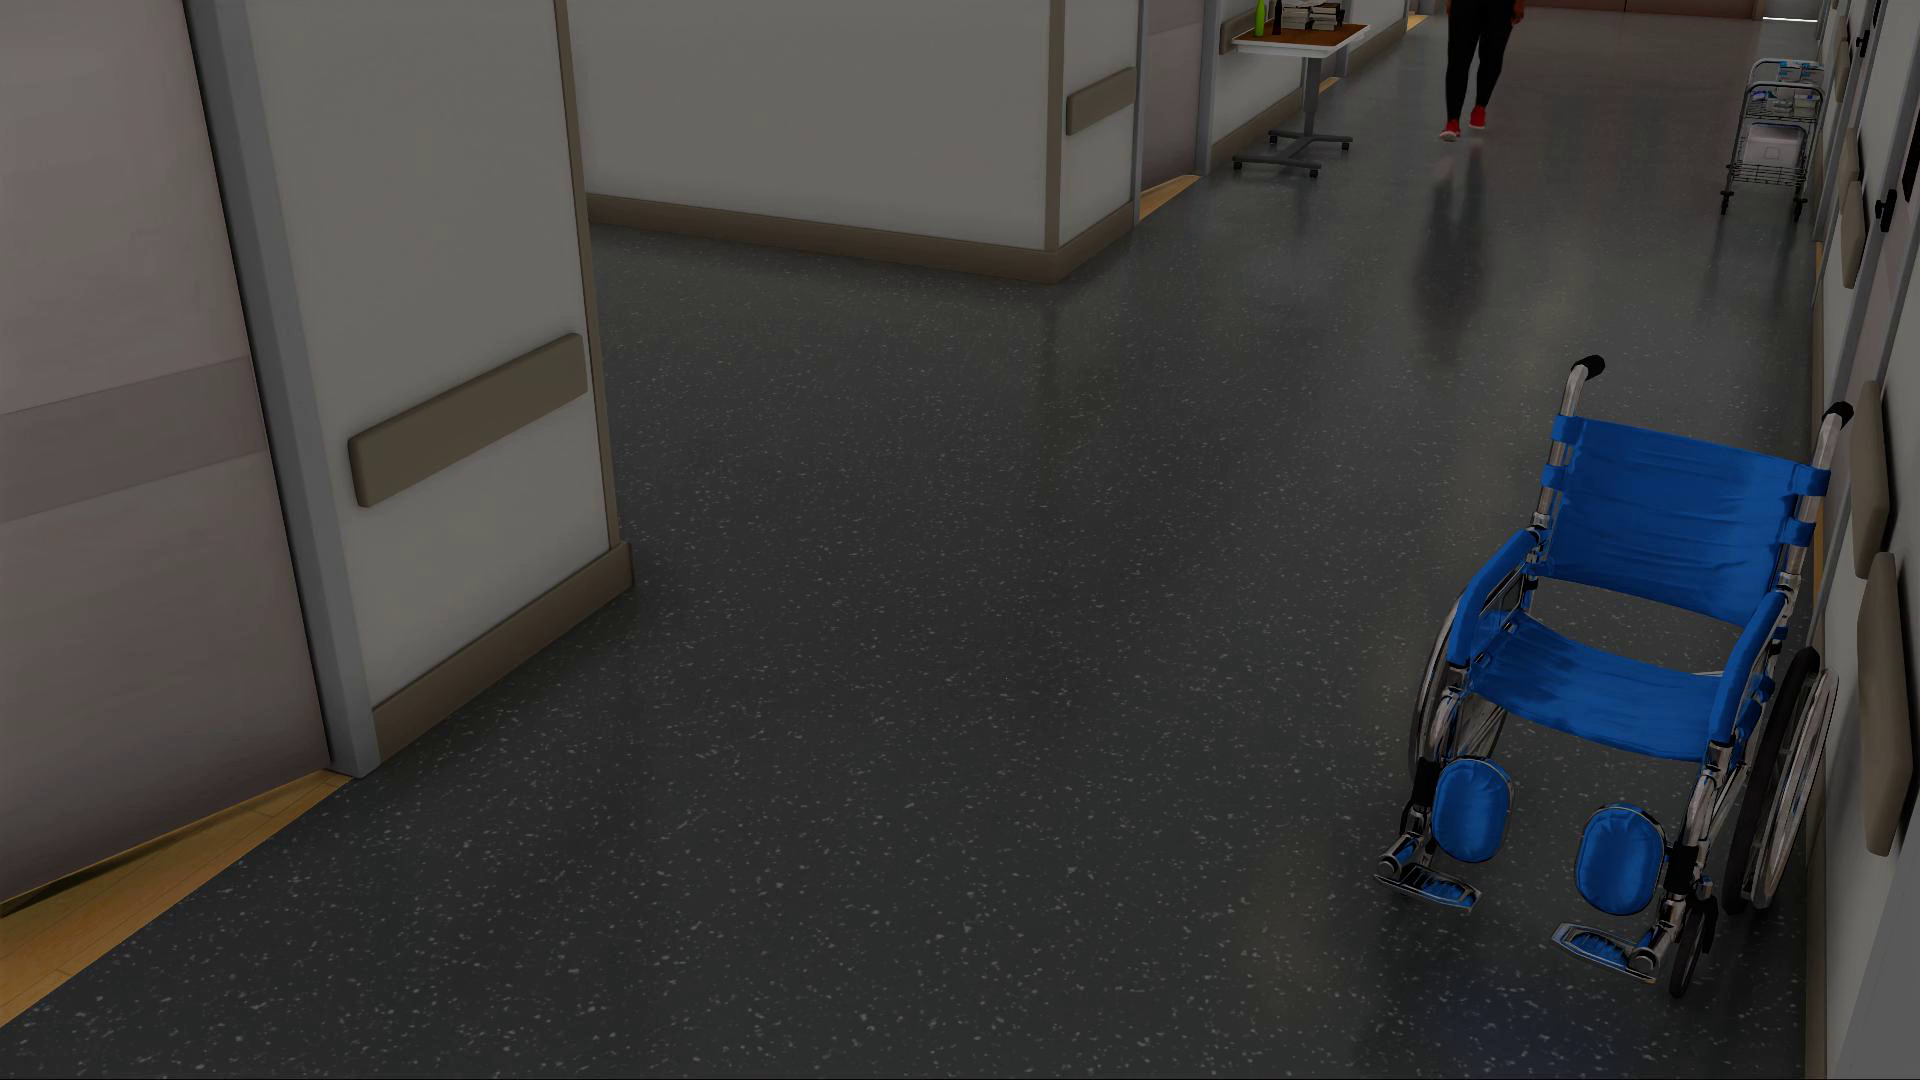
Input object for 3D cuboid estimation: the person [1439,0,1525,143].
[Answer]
[{"bbox_3d":[3.501,-3.559,11.055,0.725,1.760,1.200,10,27,19],"label":"person"}]
